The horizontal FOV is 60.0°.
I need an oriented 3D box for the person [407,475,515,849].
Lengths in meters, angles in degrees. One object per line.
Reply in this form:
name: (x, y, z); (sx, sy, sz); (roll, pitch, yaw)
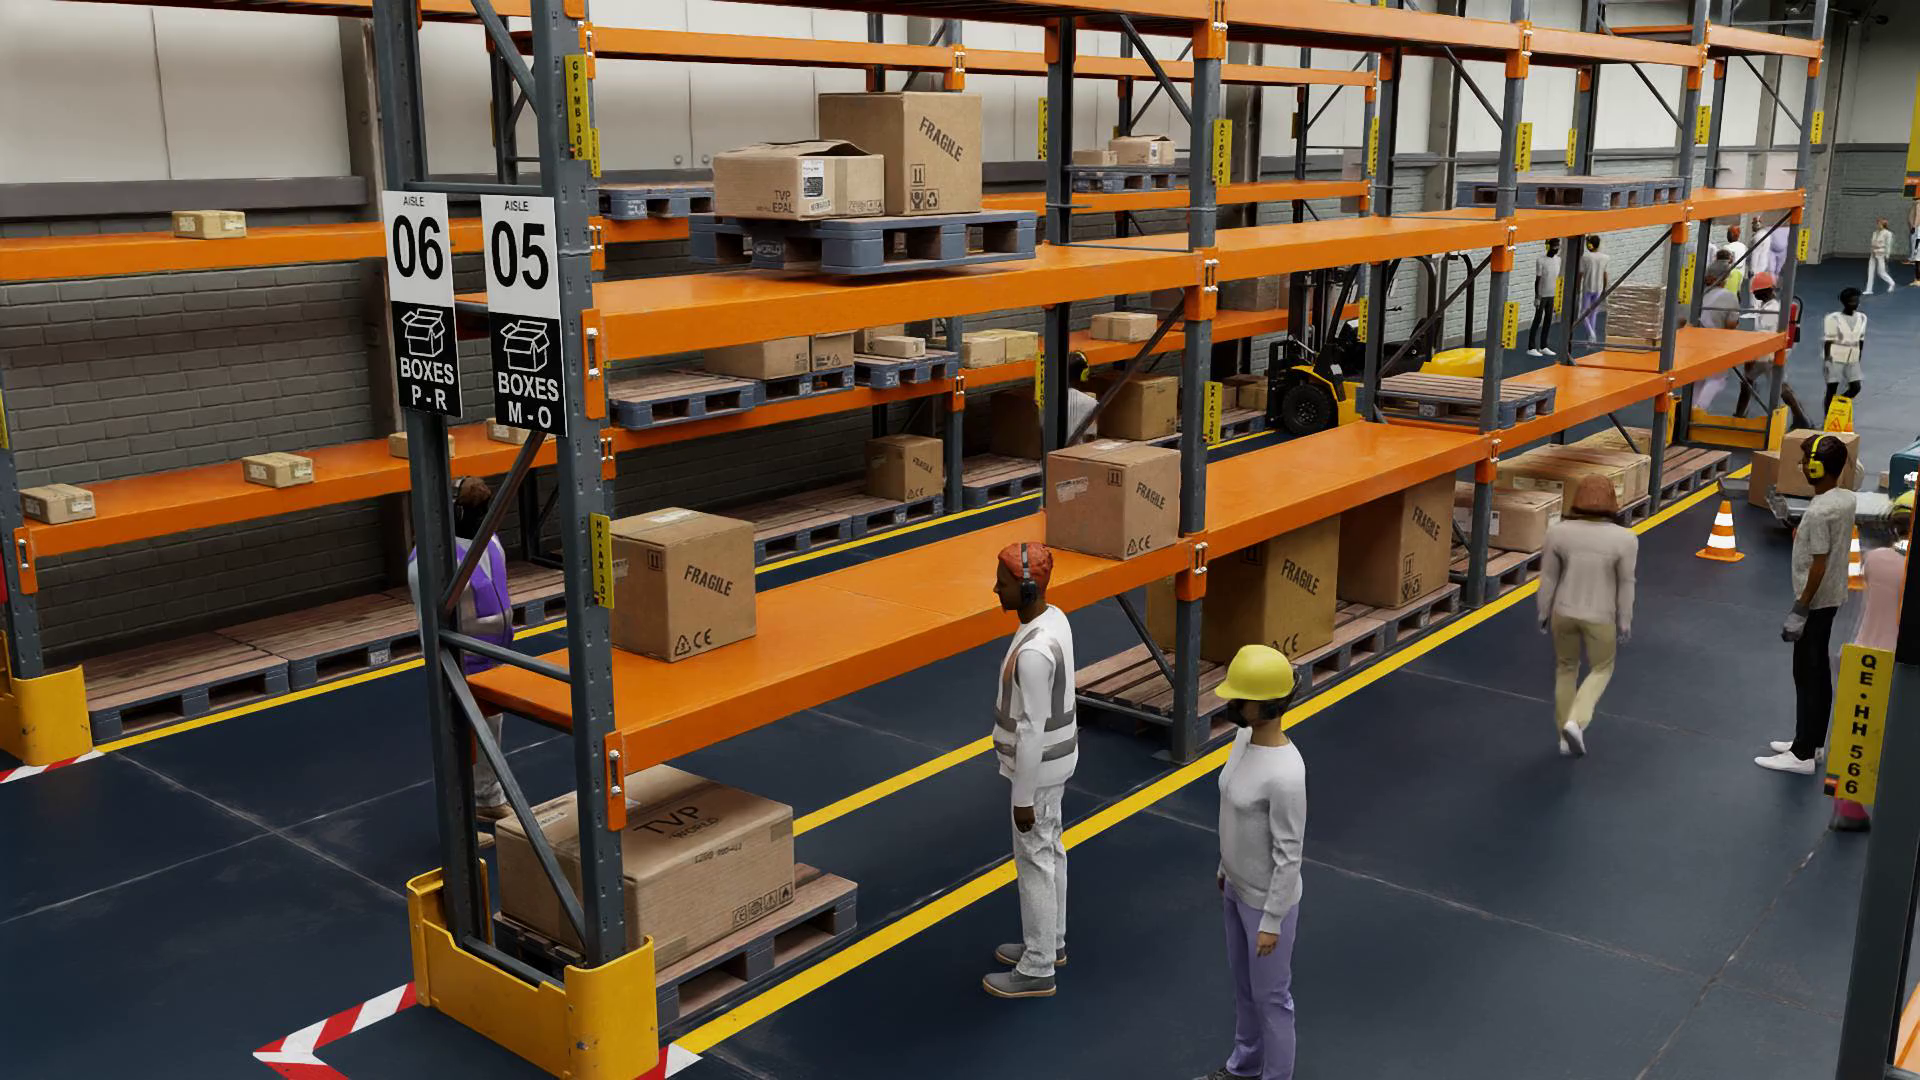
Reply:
person: (-2.388, 0.585, 8.124); (0.429, 1.837, 0.628); (4, 14, 18)

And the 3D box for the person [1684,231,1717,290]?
person: (13.588, -4.882, 30.536); (0.561, 1.753, 0.332); (12, 18, 41)

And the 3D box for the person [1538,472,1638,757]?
person: (3.426, 0.431, 9.163); (0.511, 1.614, 0.444); (9, 17, 34)

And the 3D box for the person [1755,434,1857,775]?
person: (4.613, 0.349, 9.014); (0.327, 1.865, 0.518); (12, 19, 41)

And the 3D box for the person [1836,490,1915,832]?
person: (4.682, 0.617, 8.223); (0.651, 1.723, 0.554); (-3, 14, -11)

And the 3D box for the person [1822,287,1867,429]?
person: (10.243, -2.088, 19.300); (0.540, 1.685, 0.365); (-1, 14, -5)

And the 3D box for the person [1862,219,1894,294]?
person: (19.788, -6.087, 35.721); (0.608, 1.623, 0.520); (-3, 14, -14)

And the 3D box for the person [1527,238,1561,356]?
person: (9.124, -3.788, 25.877); (0.499, 1.861, 0.333); (-7, 16, -28)

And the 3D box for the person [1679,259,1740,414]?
person: (8.611, -2.243, 19.202); (0.709, 2.000, 0.687); (-12, 18, -41)

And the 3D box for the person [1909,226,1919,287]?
person: (21.762, -6.573, 37.560); (0.536, 1.692, 0.320); (-5, 15, -21)

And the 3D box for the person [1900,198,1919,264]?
person: (25.177, -8.284, 43.885); (0.374, 1.997, 0.613); (6, 15, 24)

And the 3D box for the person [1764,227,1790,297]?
person: (17.121, -5.989, 34.806); (0.656, 1.865, 0.955); (1, 14, 4)

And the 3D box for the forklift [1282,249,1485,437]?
forklift: (4.886, -2.214, 18.767); (2.313, 2.155, 1.214); (11, 18, 38)

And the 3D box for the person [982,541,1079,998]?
person: (0.290, 0.916, 6.678); (0.359, 1.880, 0.575); (2, 14, 10)

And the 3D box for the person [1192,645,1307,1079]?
person: (1.008, 1.206, 5.728); (0.311, 1.767, 0.525); (-3, 14, -10)

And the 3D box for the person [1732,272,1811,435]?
person: (9.330, -2.130, 19.098); (1.007, 1.883, 0.558); (5, 15, 18)

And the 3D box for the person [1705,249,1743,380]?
person: (10.675, -3.159, 23.384); (0.595, 1.819, 0.723); (3, 14, 11)

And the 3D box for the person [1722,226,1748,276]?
person: (13.122, -4.405, 28.334); (0.587, 1.881, 0.347); (-8, 16, -29)

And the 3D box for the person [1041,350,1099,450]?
person: (0.833, -0.543, 12.743); (0.512, 1.823, 0.980); (5, 15, 21)

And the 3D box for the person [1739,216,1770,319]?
person: (14.879, -5.099, 31.132); (0.399, 1.900, 0.646); (10, 17, 35)

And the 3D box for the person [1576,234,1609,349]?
person: (10.153, -3.978, 26.697); (0.510, 1.843, 0.772); (1, 14, 2)
